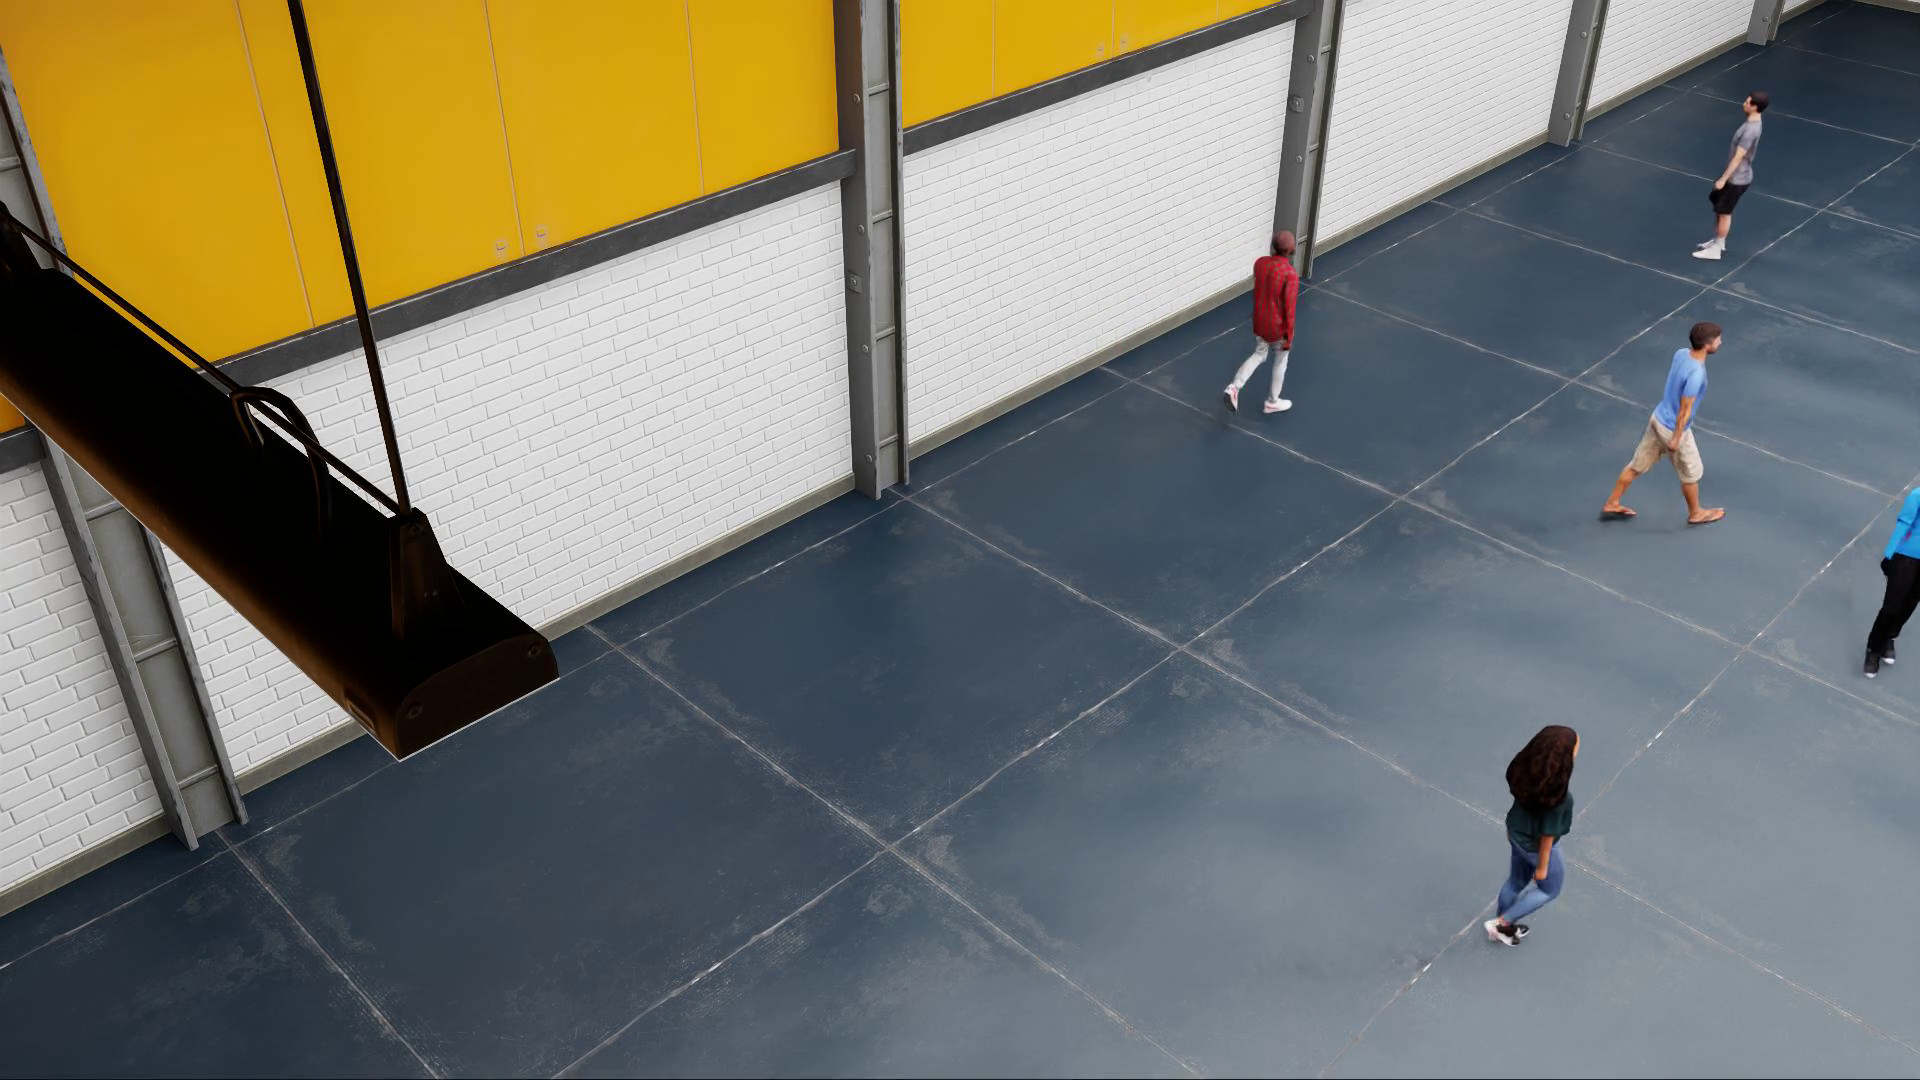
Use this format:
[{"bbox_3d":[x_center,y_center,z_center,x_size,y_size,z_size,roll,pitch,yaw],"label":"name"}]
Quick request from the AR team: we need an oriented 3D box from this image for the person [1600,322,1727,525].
[{"bbox_3d":[5.674,-0.915,13.455,1.241,1.816,1.183,0,34,0],"label":"person"}]

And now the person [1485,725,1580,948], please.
[{"bbox_3d":[3.244,1.753,9.632,0.757,1.606,0.718,-7,34,-10],"label":"person"}]

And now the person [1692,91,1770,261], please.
[{"bbox_3d":[8.418,-3.908,17.910,0.815,1.870,0.694,13,36,19],"label":"person"}]

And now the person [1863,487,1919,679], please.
[{"bbox_3d":[6.891,0.100,11.963,0.811,1.778,0.896,7,34,10],"label":"person"}]

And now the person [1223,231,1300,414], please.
[{"bbox_3d":[2.753,-1.924,14.979,1.040,1.810,0.787,-20,39,-28],"label":"person"}]
